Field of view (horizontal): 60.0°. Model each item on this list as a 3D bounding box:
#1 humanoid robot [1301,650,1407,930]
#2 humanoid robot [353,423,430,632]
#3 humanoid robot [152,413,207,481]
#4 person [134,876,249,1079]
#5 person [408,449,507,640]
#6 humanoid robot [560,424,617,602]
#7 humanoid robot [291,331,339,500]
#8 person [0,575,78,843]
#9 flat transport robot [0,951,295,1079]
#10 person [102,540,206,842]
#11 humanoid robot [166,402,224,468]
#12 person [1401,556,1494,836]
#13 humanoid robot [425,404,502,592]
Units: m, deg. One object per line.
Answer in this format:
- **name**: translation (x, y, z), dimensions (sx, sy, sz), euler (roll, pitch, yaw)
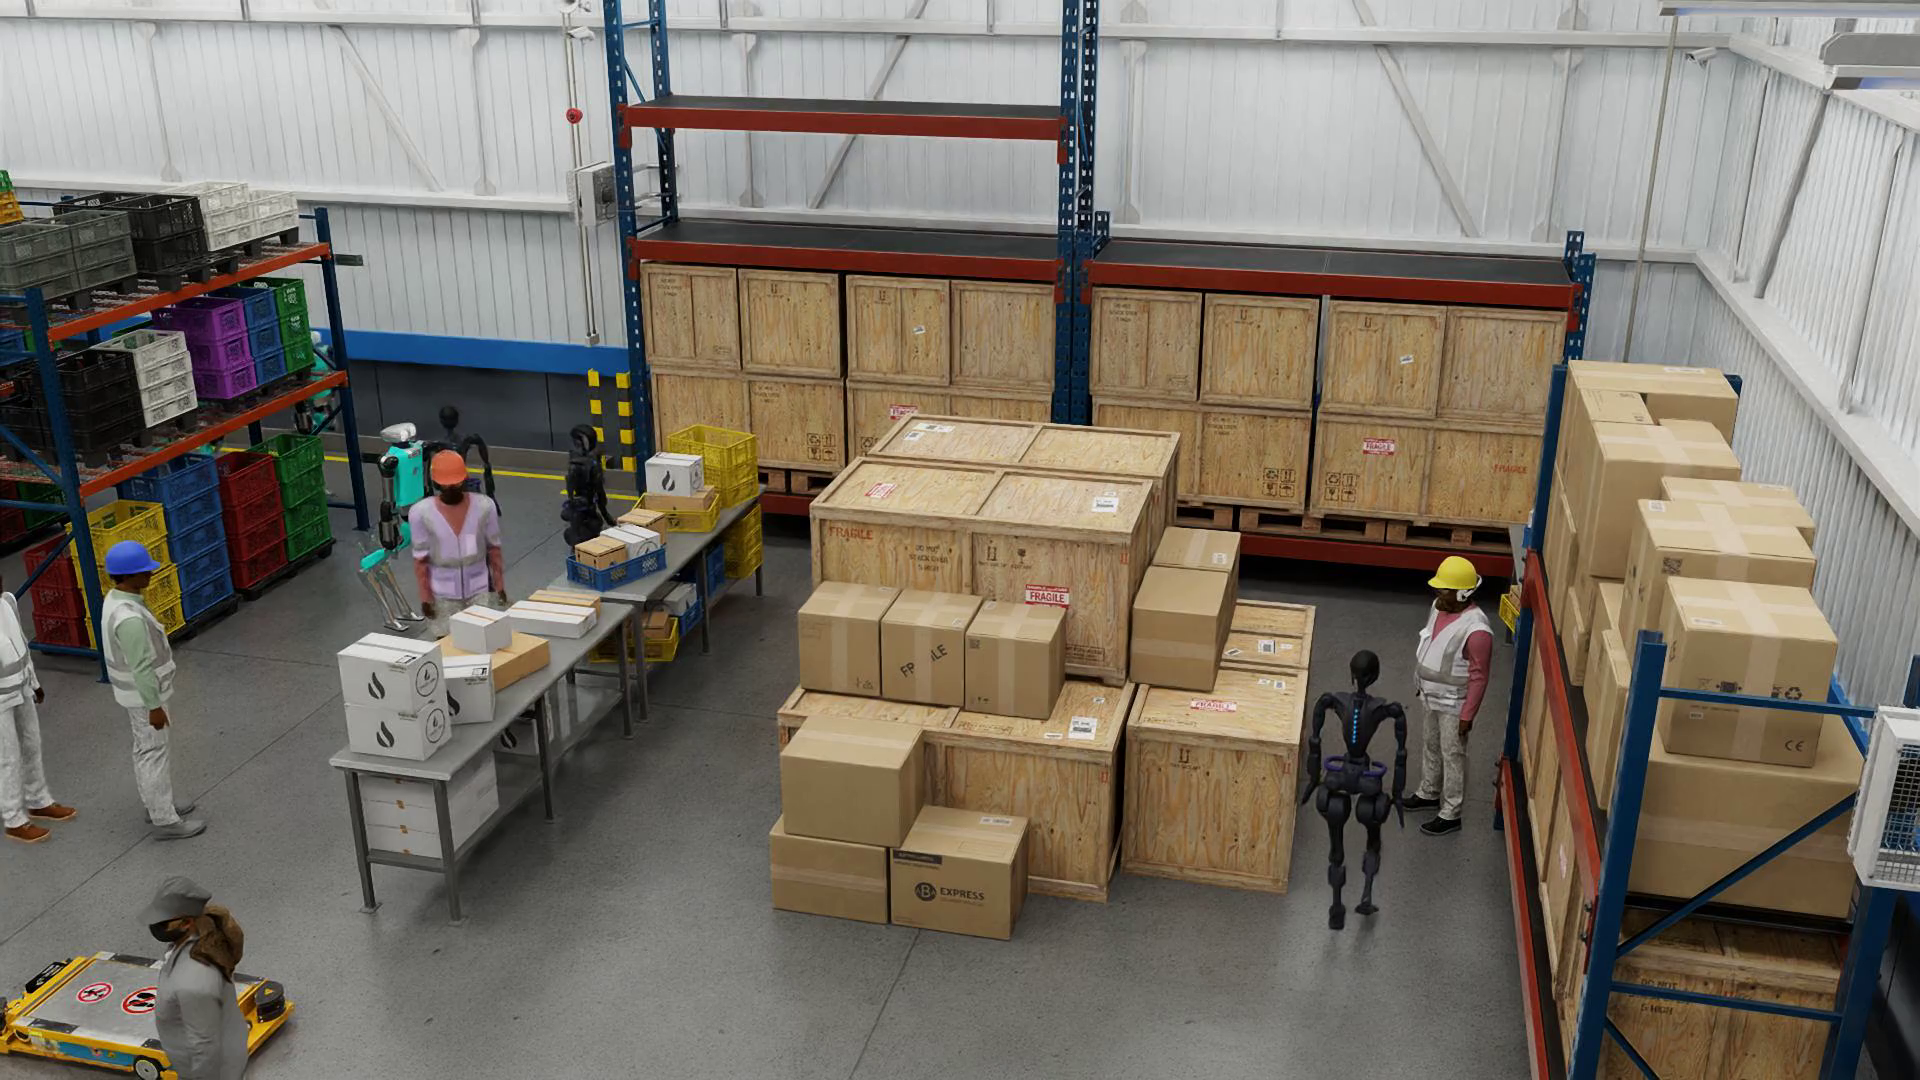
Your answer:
- **humanoid robot**: translation (2.225, 1.412, 9.394), dimensions (0.590, 1.642, 0.381), euler (8, 22, 20)
- **humanoid robot**: translation (-4.542, -0.121, 13.170), dimensions (0.740, 1.697, 0.532), euler (7, 22, 18)
- **humanoid robot**: translation (-7.544, -1.151, 15.980), dimensions (0.847, 1.743, 0.561), euler (-4, 21, -10)
- **person**: translation (-3.207, 2.213, 7.151), dimensions (0.397, 1.769, 0.572), euler (-9, 23, -21)
- **person**: translation (-3.515, 0.329, 11.715), dimensions (0.611, 2.041, 0.397), euler (-10, 23, -25)
- **humanoid robot**: translation (-3.053, -0.172, 13.516), dimensions (0.390, 1.638, 0.606), euler (5, 21, 13)
- **humanoid robot**: translation (-6.331, -1.090, 16.010), dimensions (0.749, 1.906, 0.577), euler (6, 22, 16)
- **person**: translation (-5.868, 0.979, 10.235), dimensions (0.371, 1.879, 0.583), euler (1, 21, 3)
- **flat transport robot**: translation (-4.270, 2.464, 8.601), dimensions (1.431, 0.231, 0.659), euler (5, 22, 13)
- **person**: translation (-5.021, 0.922, 10.283), dimensions (0.402, 1.945, 0.613), euler (-13, 24, -30)
- **humanoid robot**: translation (-7.138, -0.893, 15.368), dimensions (0.552, 1.822, 0.669), euler (-1, 21, -2)
- **person**: translation (3.019, 0.960, 10.344), dimensions (0.404, 1.829, 0.599), euler (-5, 21, -12)
- **humanoid robot**: translation (-4.152, -0.322, 13.915), dimensions (0.608, 1.639, 0.422), euler (-10, 23, -24)
